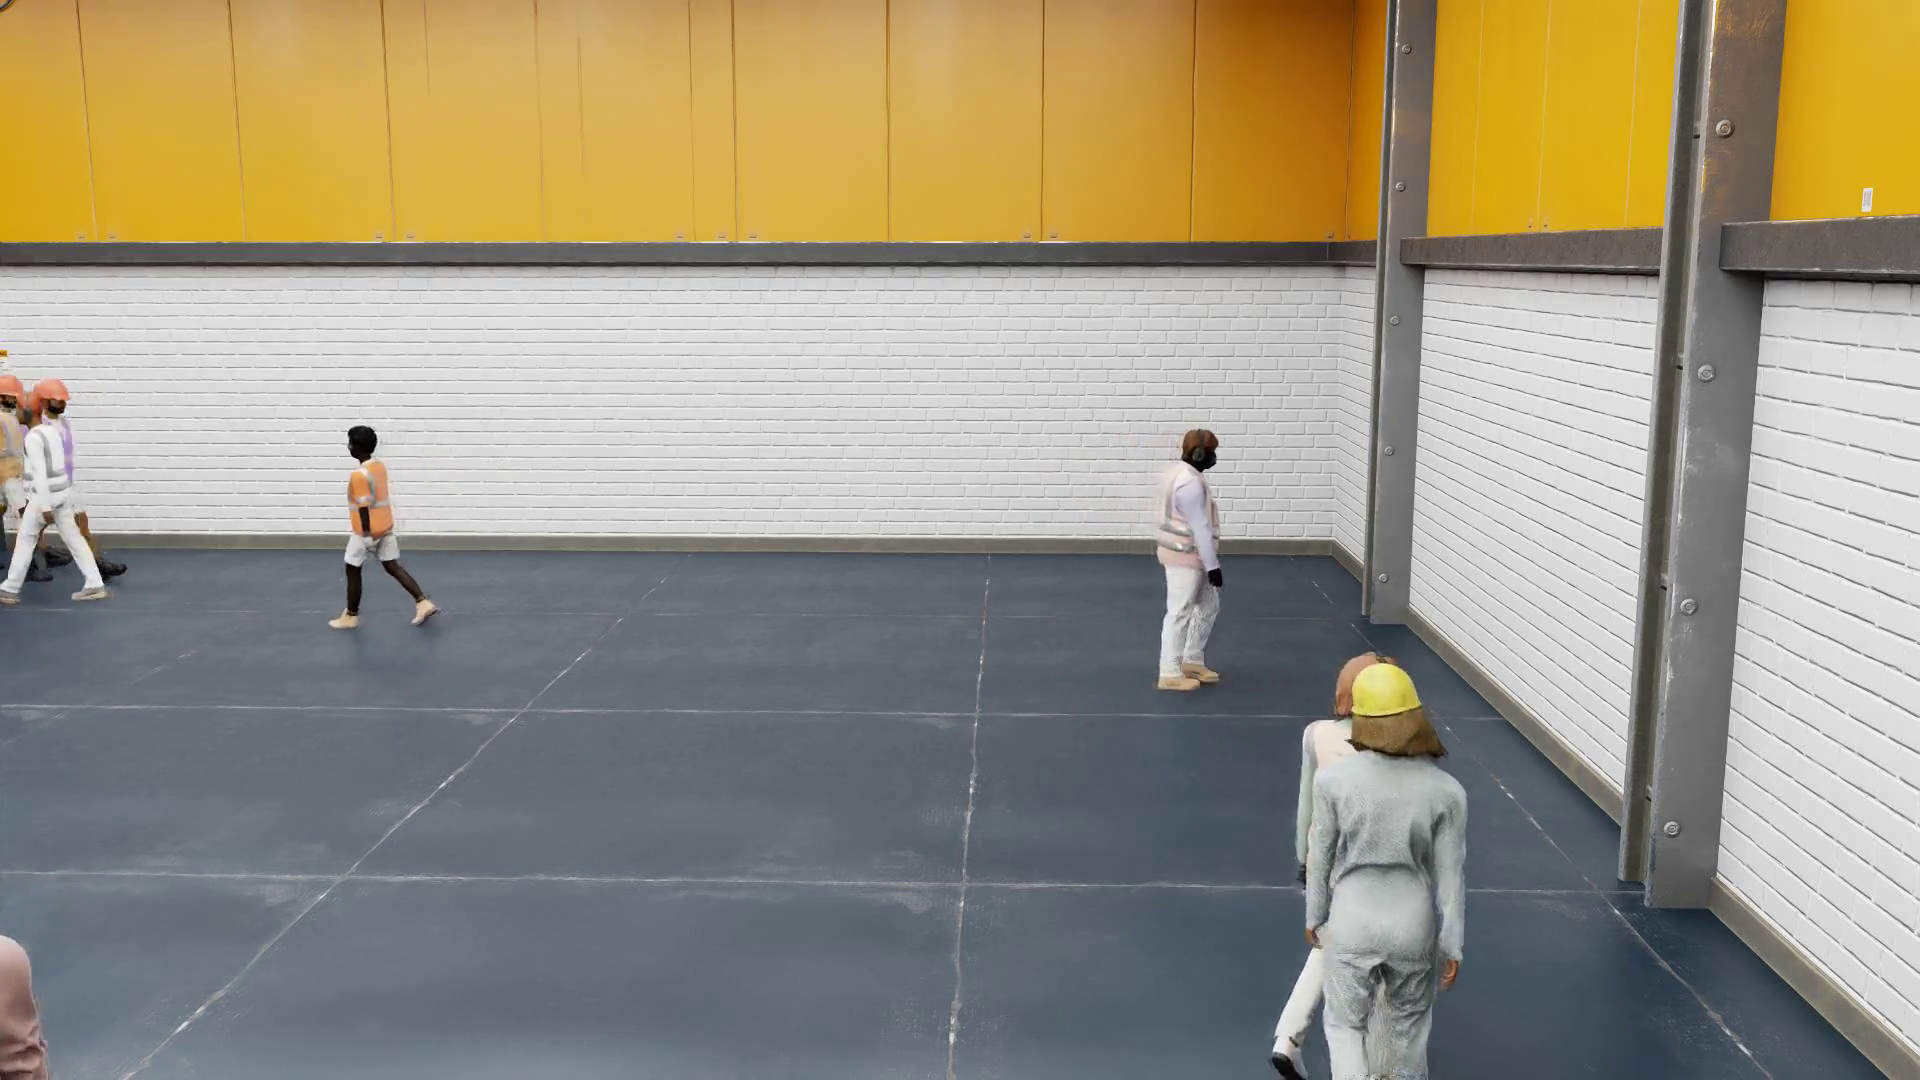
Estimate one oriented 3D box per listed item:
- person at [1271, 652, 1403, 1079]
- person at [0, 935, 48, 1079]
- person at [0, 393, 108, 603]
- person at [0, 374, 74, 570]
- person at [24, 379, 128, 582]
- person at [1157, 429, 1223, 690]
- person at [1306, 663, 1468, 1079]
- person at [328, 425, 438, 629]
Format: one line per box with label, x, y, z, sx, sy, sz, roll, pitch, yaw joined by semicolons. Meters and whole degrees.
person;1.396;1.197;5.844;0.545;1.630;0.522;-7;12;-36
person;-2.452;1.484;3.899;0.531;1.714;0.930;-2;10;-14
person;-7.932;-0.355;14.358;1.008;1.828;0.571;-1;10;-4
person;-9.034;-0.632;15.842;0.974;1.879;0.562;-3;10;-15
person;-8.234;-0.532;15.218;1.009;1.880;0.571;1;10;5
person;1.636;0.145;11.441;0.588;1.818;0.617;1;10;5
person;1.350;1.249;5.299;0.500;1.714;0.676;2;10;10
person;-4.652;-0.098;13.313;0.837;1.666;0.528;1;10;8
